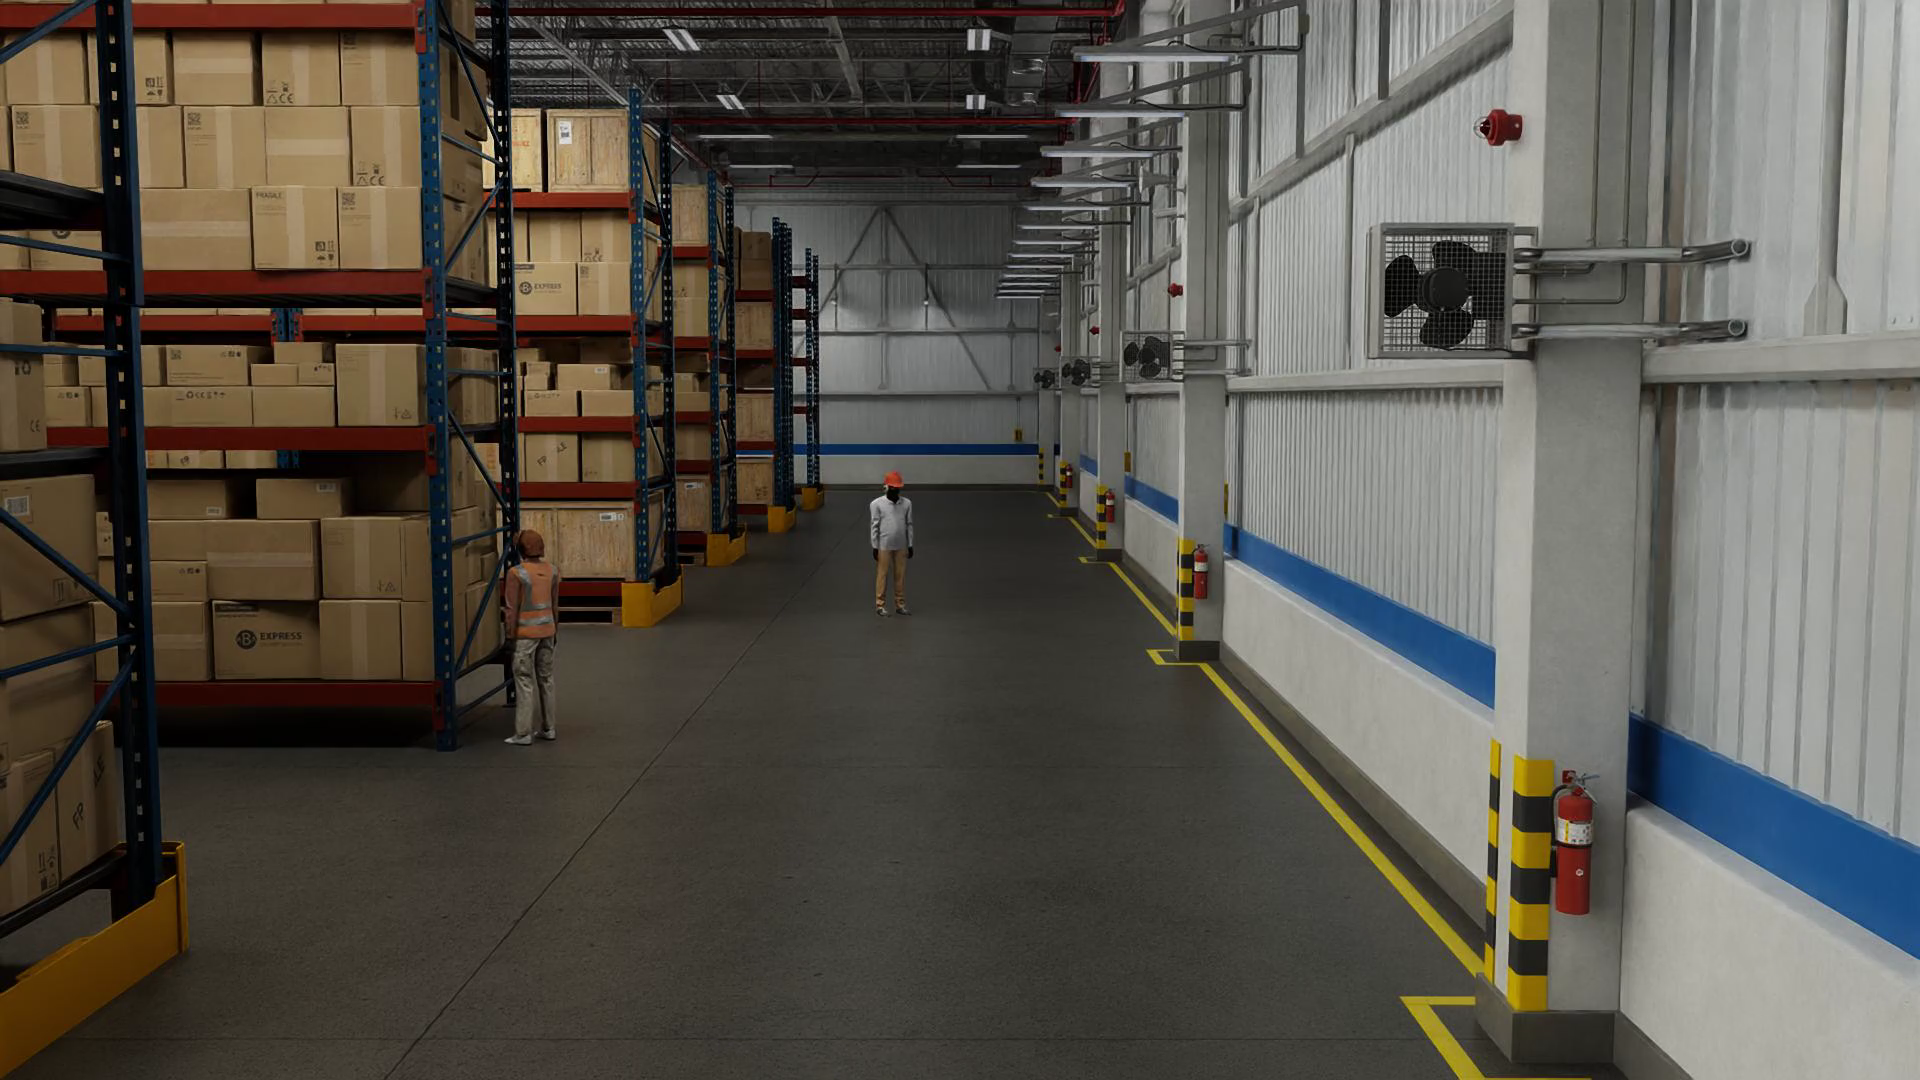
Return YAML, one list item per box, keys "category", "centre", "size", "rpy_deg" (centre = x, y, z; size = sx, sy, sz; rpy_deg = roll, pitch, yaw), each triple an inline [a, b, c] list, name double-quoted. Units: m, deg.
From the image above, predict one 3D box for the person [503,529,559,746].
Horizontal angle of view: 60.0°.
- category: "person"
  centre: [-3.232, 0.732, 12.584]
  size: [0.312, 1.632, 0.525]
  rpy_deg: [3, 6, 30]

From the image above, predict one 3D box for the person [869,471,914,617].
- category: "person"
  centre: [-0.800, 0.050, 19.869]
  size: [0.566, 1.744, 0.349]
  rpy_deg: [-3, 6, -29]
